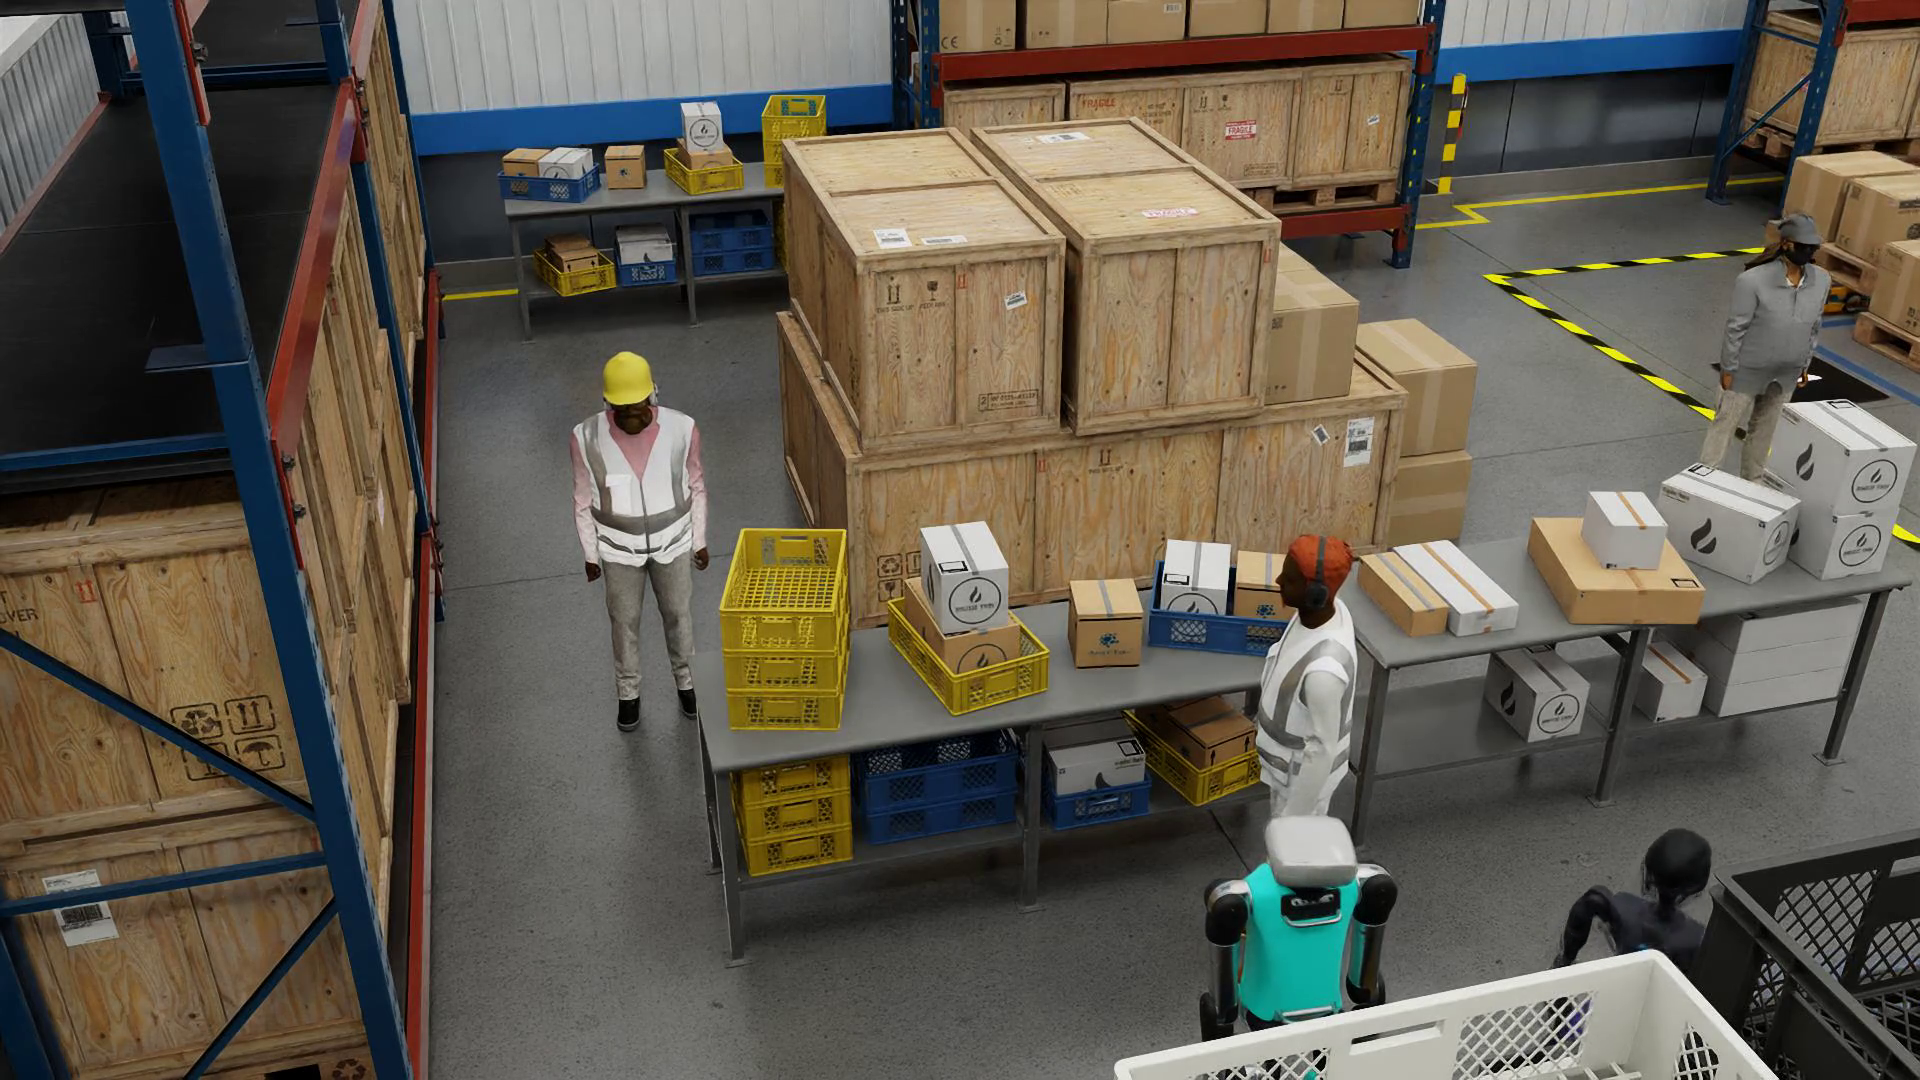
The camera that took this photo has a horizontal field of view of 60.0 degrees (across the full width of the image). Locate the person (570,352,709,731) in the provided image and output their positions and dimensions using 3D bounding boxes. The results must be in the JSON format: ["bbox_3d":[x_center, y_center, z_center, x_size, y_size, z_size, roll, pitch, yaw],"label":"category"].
[{"bbox_3d":[-1.416,0.010,7.477,0.591,1.832,0.404,-8,30,-14],"label":"person"}]

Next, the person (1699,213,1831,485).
[{"bbox_3d":[4.505,-0.979,9.337,0.564,1.769,0.395,-4,29,-8],"label":"person"}]

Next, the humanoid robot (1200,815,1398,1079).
[{"bbox_3d":[0.967,1.604,4.579,0.533,1.694,0.727,-5,29,-9],"label":"humanoid robot"}]

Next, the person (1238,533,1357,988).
[{"bbox_3d":[1.202,0.816,5.963,0.356,1.882,0.573,3,29,5],"label":"person"}]

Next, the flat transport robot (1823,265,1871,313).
[{"bbox_3d":[6.884,-1.994,12.706,1.431,0.197,0.652,-7,30,-13],"label":"flat transport robot"}]

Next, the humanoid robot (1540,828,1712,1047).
[{"bbox_3d":[1.915,1.574,4.810,0.583,1.627,0.544,23,36,36],"label":"humanoid robot"}]
